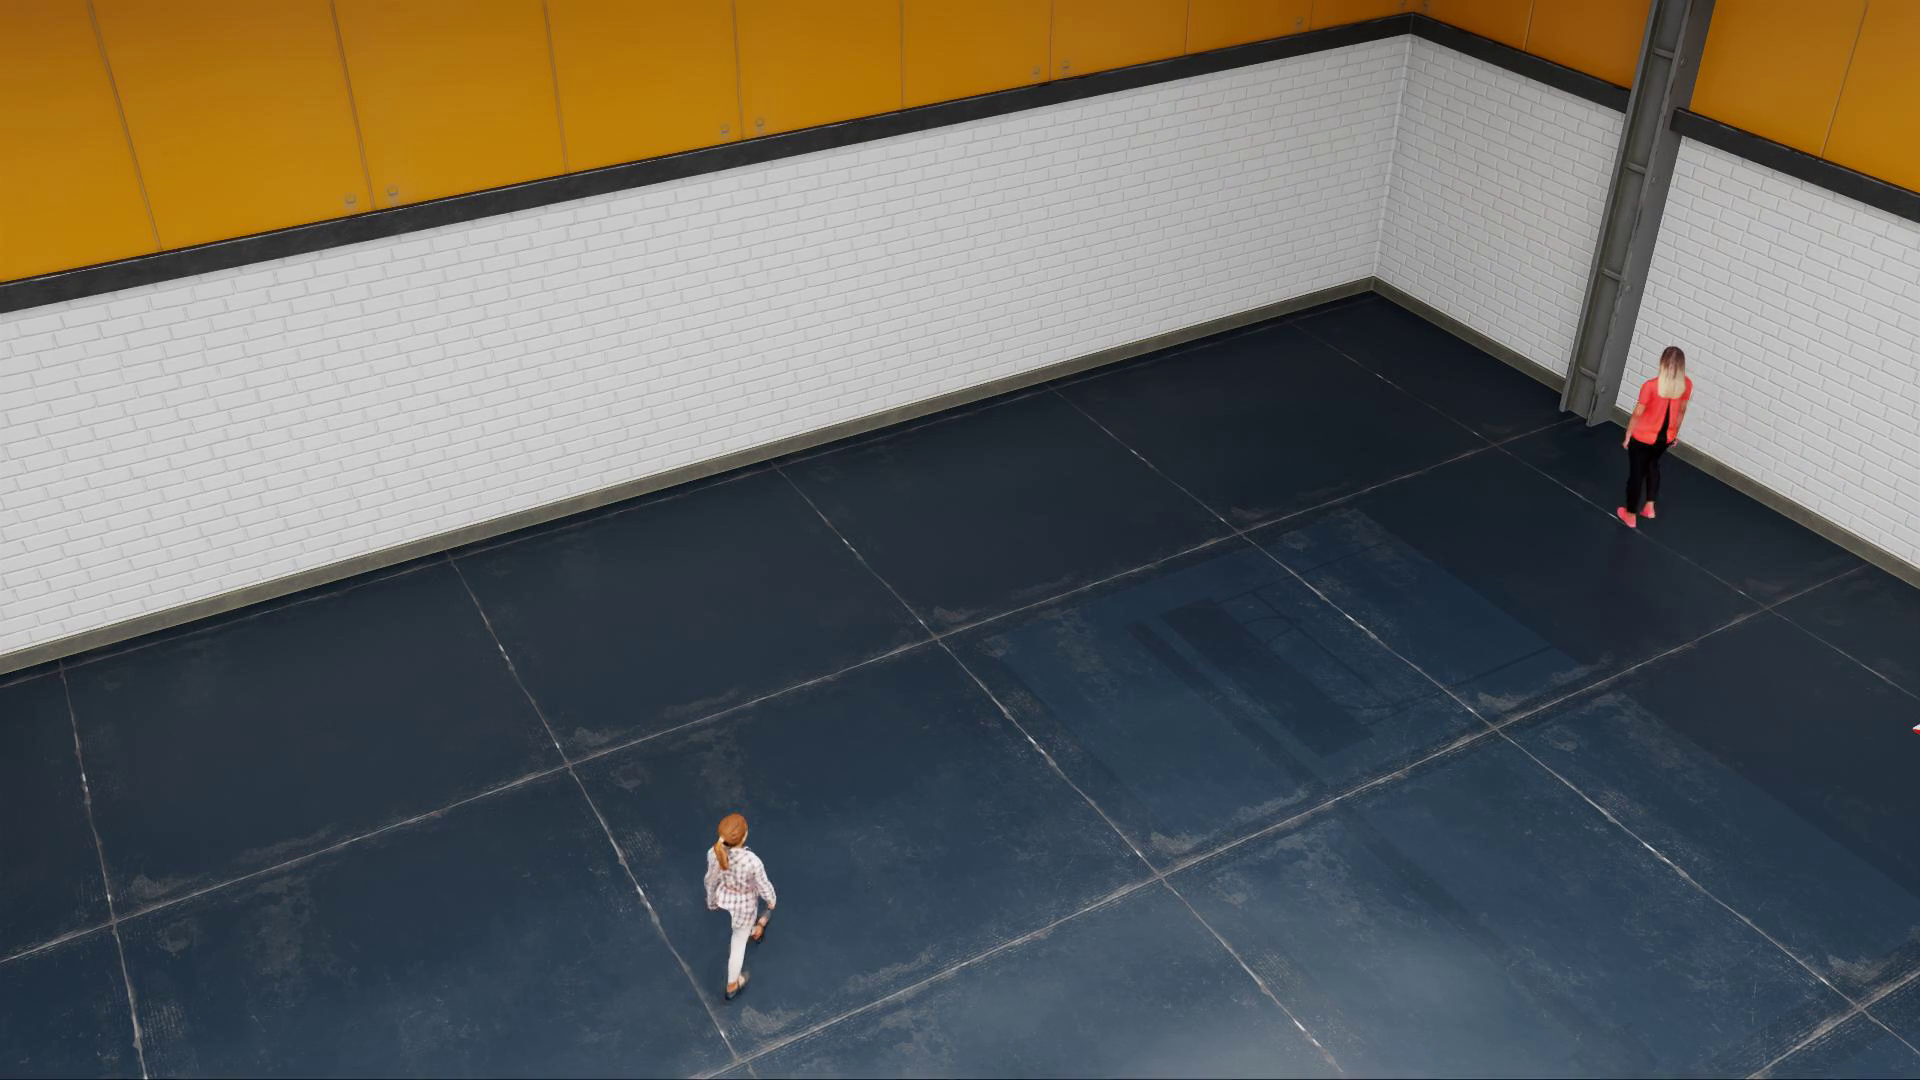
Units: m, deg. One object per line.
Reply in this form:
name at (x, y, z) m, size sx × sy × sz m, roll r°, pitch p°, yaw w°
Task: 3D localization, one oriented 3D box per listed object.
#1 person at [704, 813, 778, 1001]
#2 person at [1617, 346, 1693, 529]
person at (-1.341, 2.182, 9.788) m, size 0.898 × 1.280 × 0.900 m, roll 14°, pitch 36°, yaw 20°
person at (5.846, -0.814, 13.924) m, size 0.702 × 1.689 × 0.735 m, roll -5°, pitch 34°, yaw -7°
